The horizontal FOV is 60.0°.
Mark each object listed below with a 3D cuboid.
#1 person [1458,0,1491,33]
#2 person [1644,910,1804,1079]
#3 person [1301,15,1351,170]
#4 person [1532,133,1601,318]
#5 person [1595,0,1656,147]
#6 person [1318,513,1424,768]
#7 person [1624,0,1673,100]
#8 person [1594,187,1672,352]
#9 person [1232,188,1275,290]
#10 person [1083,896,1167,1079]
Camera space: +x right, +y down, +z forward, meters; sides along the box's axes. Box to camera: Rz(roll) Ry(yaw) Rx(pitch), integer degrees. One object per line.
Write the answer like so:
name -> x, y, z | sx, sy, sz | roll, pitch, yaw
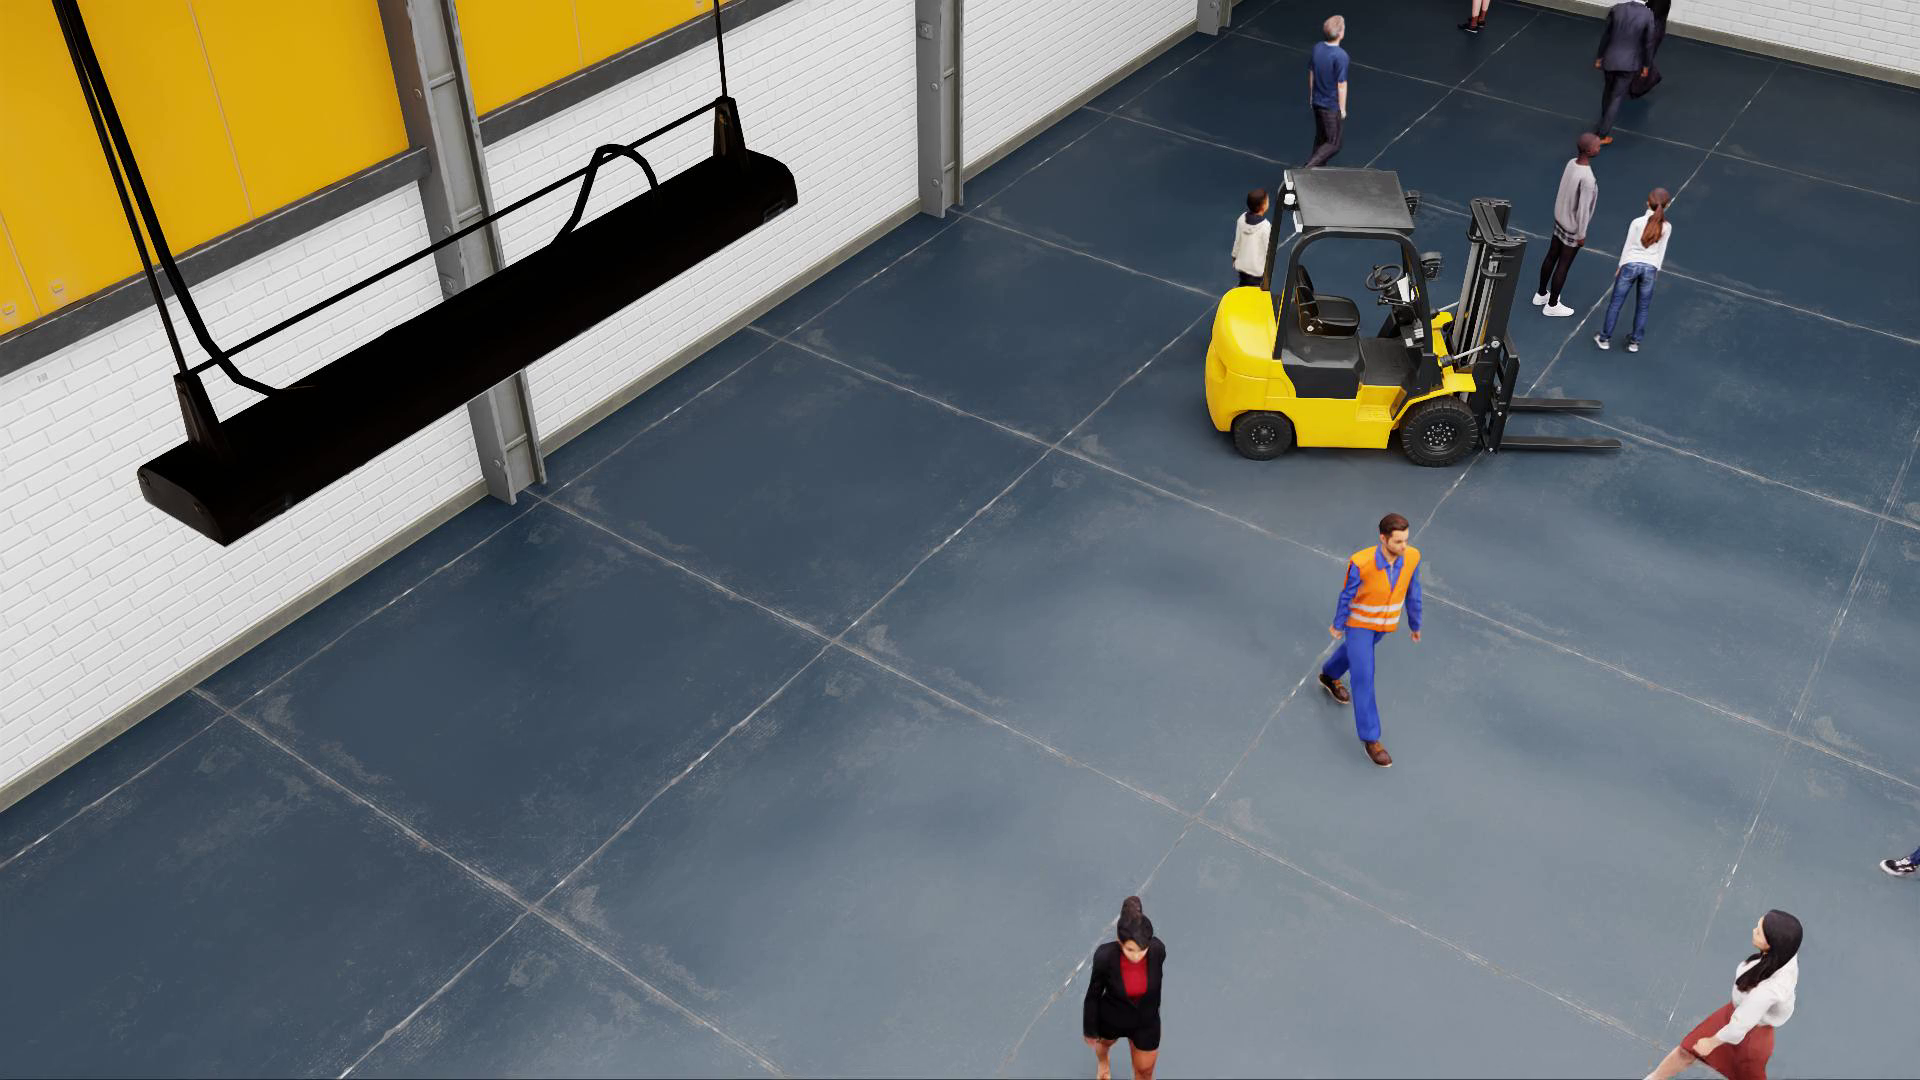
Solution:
person -> 6.583, -7.252, 20.813 | 0.532, 1.721, 0.715 | -31, 48, -33
person -> 4.095, 2.593, 8.499 | 0.801, 1.704, 1.060 | 16, 41, 19
person -> 3.776, -4.488, 17.242 | 1.027, 1.857, 0.899 | -19, 42, -22
person -> 5.613, -2.920, 15.349 | 0.751, 1.771, 0.684 | -5, 39, -6
person -> 7.173, -5.165, 18.137 | 0.998, 1.799, 0.825 | -31, 48, -33
person -> 2.669, 0.509, 11.020 | 1.264, 1.814, 1.186 | -15, 41, -18
person -> 8.028, -5.871, 19.174 | 0.792, 1.607, 0.800 | 11, 40, 13
person -> 6.077, -2.418, 14.897 | 0.625, 1.550, 0.634 | 7, 39, 9
person -> 2.590, -2.459, 15.037 | 0.975, 1.439, 0.798 | -22, 44, -25
person -> 0.848, 2.452, 8.747 | 0.916, 1.615, 1.010 | -4, 39, -5
